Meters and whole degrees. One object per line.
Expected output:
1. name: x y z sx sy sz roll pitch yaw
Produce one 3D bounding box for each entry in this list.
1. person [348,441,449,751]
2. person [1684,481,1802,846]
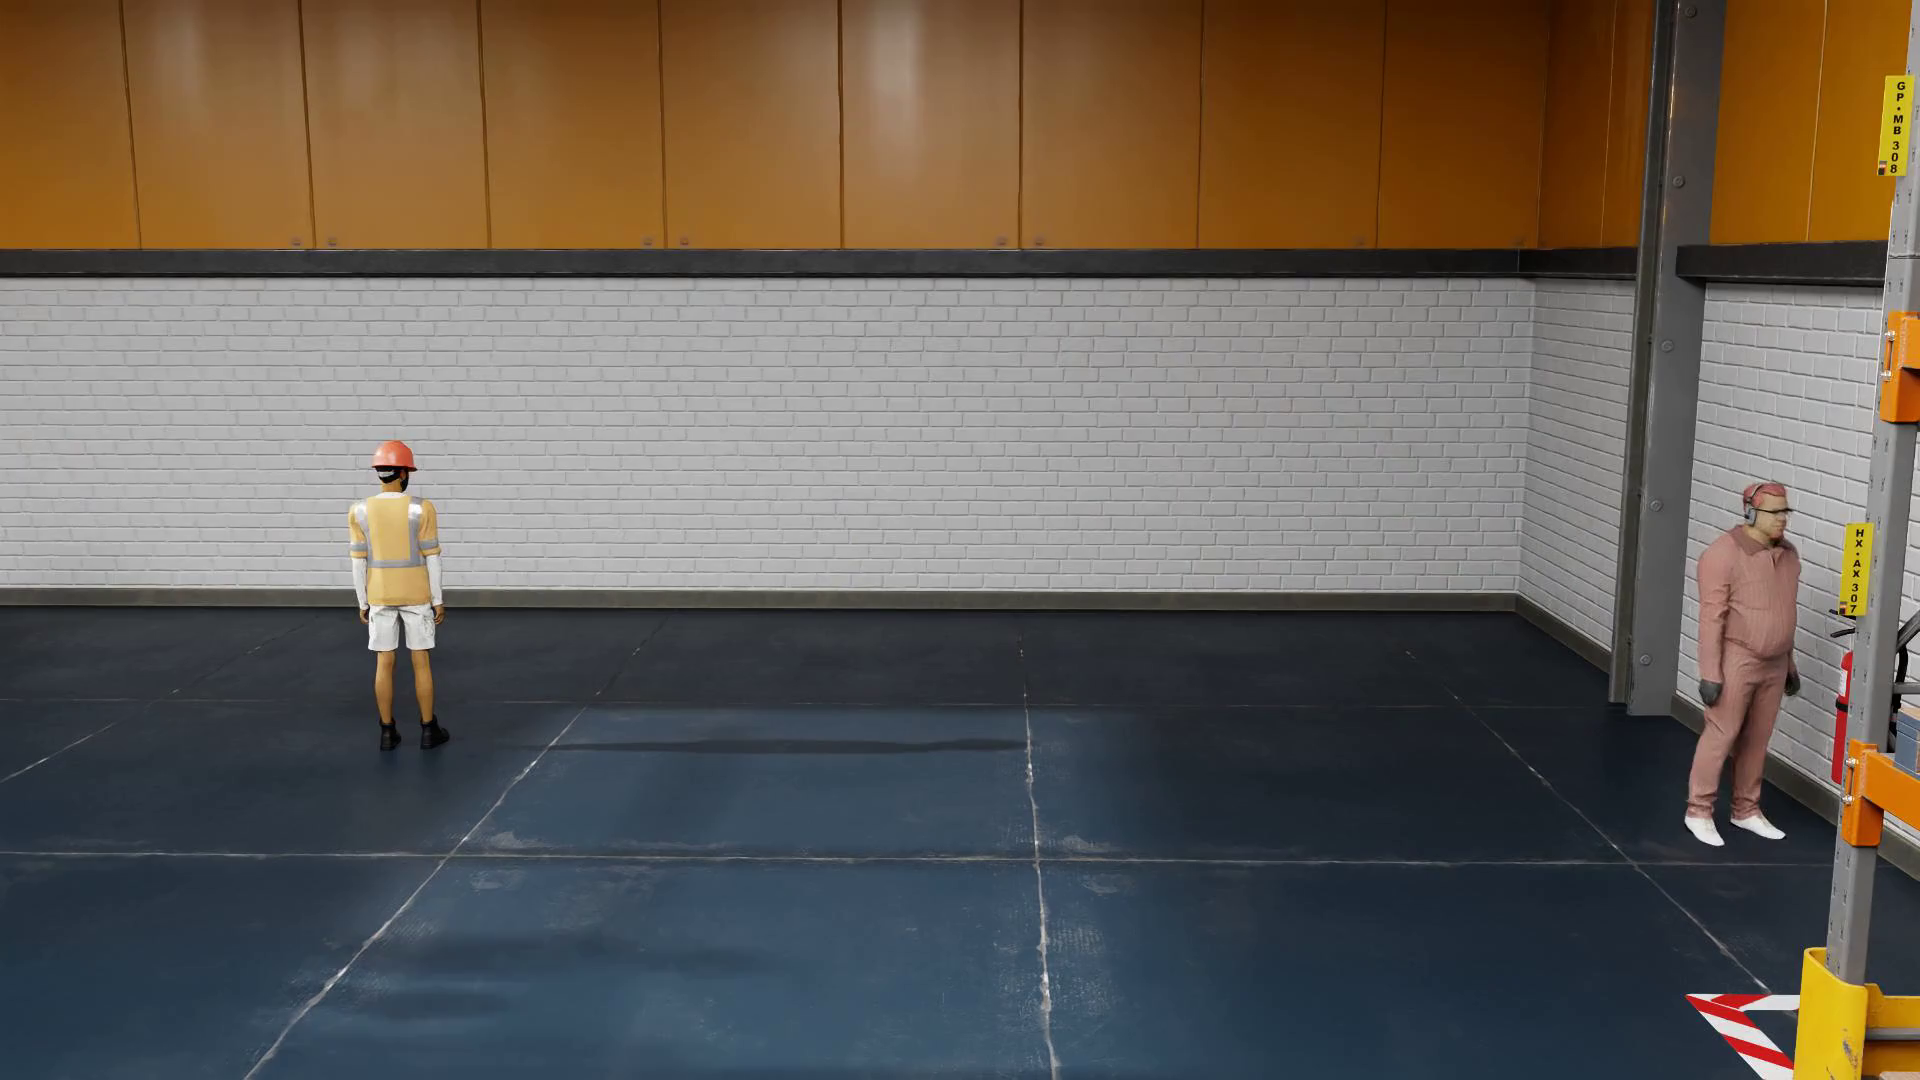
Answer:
1. person: -3.470 0.349 10.317 0.542 1.929 0.374 -1 9 -4
2. person: 4.114 0.639 8.654 0.653 1.906 0.402 -4 10 -24
